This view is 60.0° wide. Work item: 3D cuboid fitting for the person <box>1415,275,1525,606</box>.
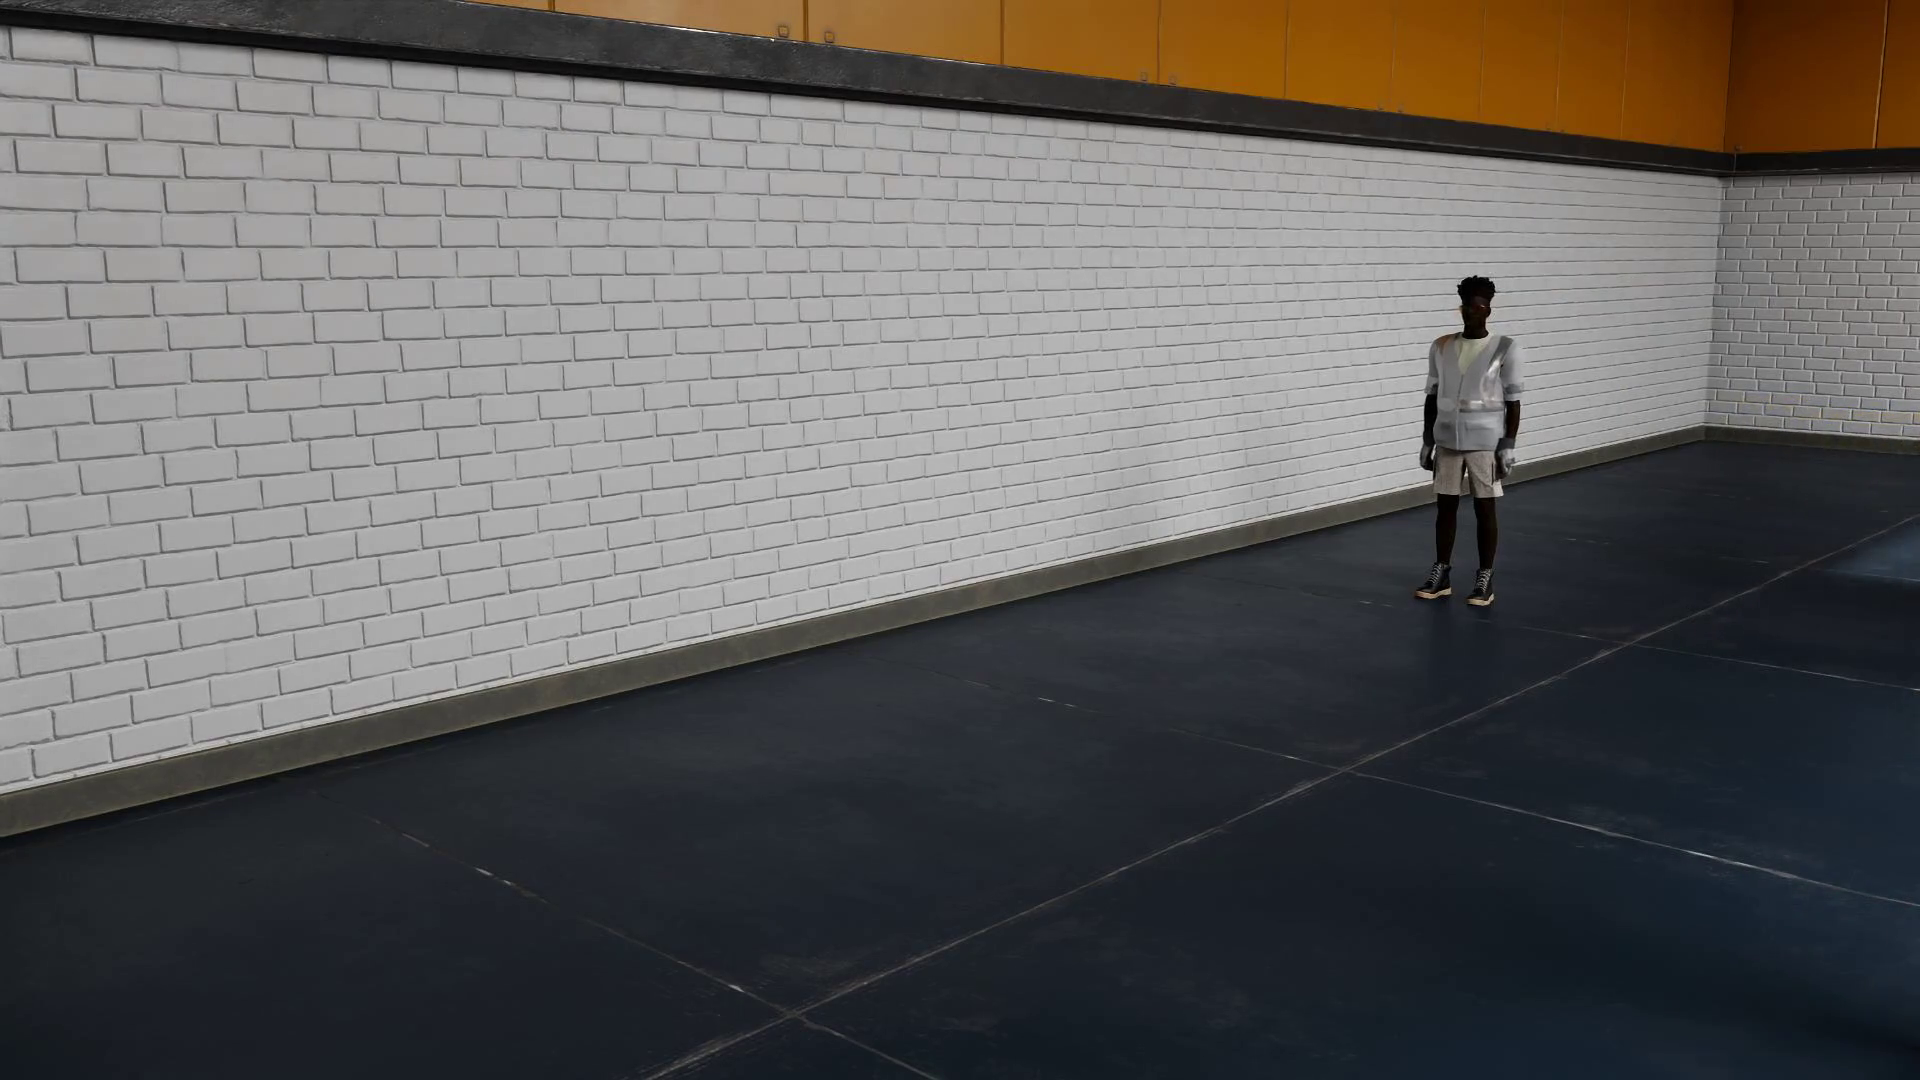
[{"bbox_3d":[3.046,-0.595,9.977,0.611,1.966,0.362,8,13,40],"label":"person"}]
